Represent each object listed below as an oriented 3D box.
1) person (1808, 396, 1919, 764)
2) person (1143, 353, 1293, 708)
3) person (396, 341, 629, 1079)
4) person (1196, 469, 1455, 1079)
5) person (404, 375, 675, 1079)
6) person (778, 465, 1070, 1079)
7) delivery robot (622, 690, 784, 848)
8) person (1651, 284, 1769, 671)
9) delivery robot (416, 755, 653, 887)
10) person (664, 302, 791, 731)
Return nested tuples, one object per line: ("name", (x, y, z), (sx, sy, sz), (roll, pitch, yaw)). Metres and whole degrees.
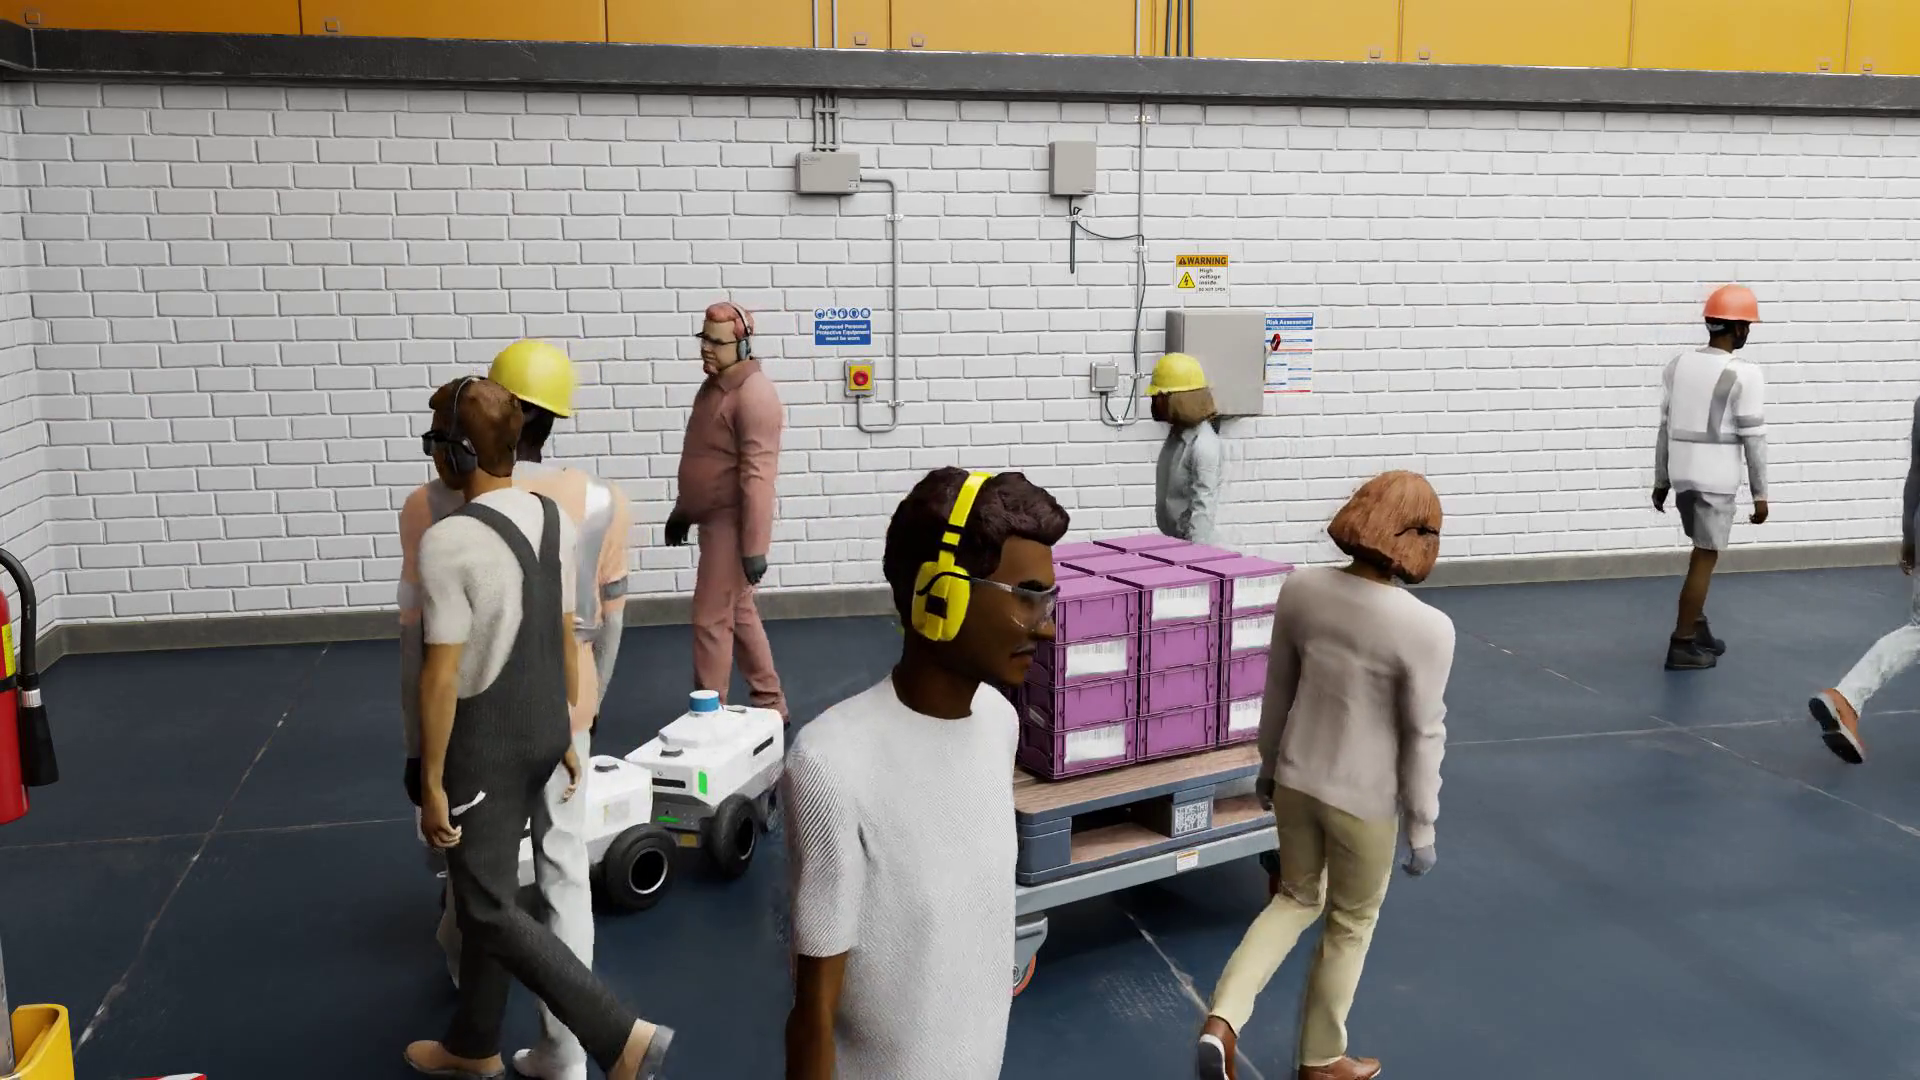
("person", (3.866, 0.014, 6.551), (0.821, 1.912, 0.634), (-2, 10, -9))
("person", (1.015, 0.078, 6.805), (0.917, 1.696, 0.499), (-3, 11, -14))
("person", (-1.170, 0.428, 4.348), (0.614, 1.868, 0.977), (-5, 11, -26))
("person", (0.865, 0.630, 3.963), (0.546, 1.606, 0.541), (-8, 13, -37))
("person", (-1.052, 0.516, 3.992), (0.805, 1.822, 0.519), (4, 11, 21))
("person", (-0.128, 0.811, 2.283), (0.584, 1.844, 0.561), (7, 13, 35))
("delivery robot", (-0.888, 0.770, 5.825), (0.477, 0.478, 0.707), (3, 11, 16))
("person", (3.782, -0.301, 8.257), (0.683, 1.911, 0.570), (-4, 11, -22))
("delivery robot", (-1.329, 0.875, 5.240), (0.477, 0.478, 0.707), (9, 14, 43))
("person", (-0.991, -0.054, 6.982), (0.579, 1.883, 0.757), (-4, 11, -21))
